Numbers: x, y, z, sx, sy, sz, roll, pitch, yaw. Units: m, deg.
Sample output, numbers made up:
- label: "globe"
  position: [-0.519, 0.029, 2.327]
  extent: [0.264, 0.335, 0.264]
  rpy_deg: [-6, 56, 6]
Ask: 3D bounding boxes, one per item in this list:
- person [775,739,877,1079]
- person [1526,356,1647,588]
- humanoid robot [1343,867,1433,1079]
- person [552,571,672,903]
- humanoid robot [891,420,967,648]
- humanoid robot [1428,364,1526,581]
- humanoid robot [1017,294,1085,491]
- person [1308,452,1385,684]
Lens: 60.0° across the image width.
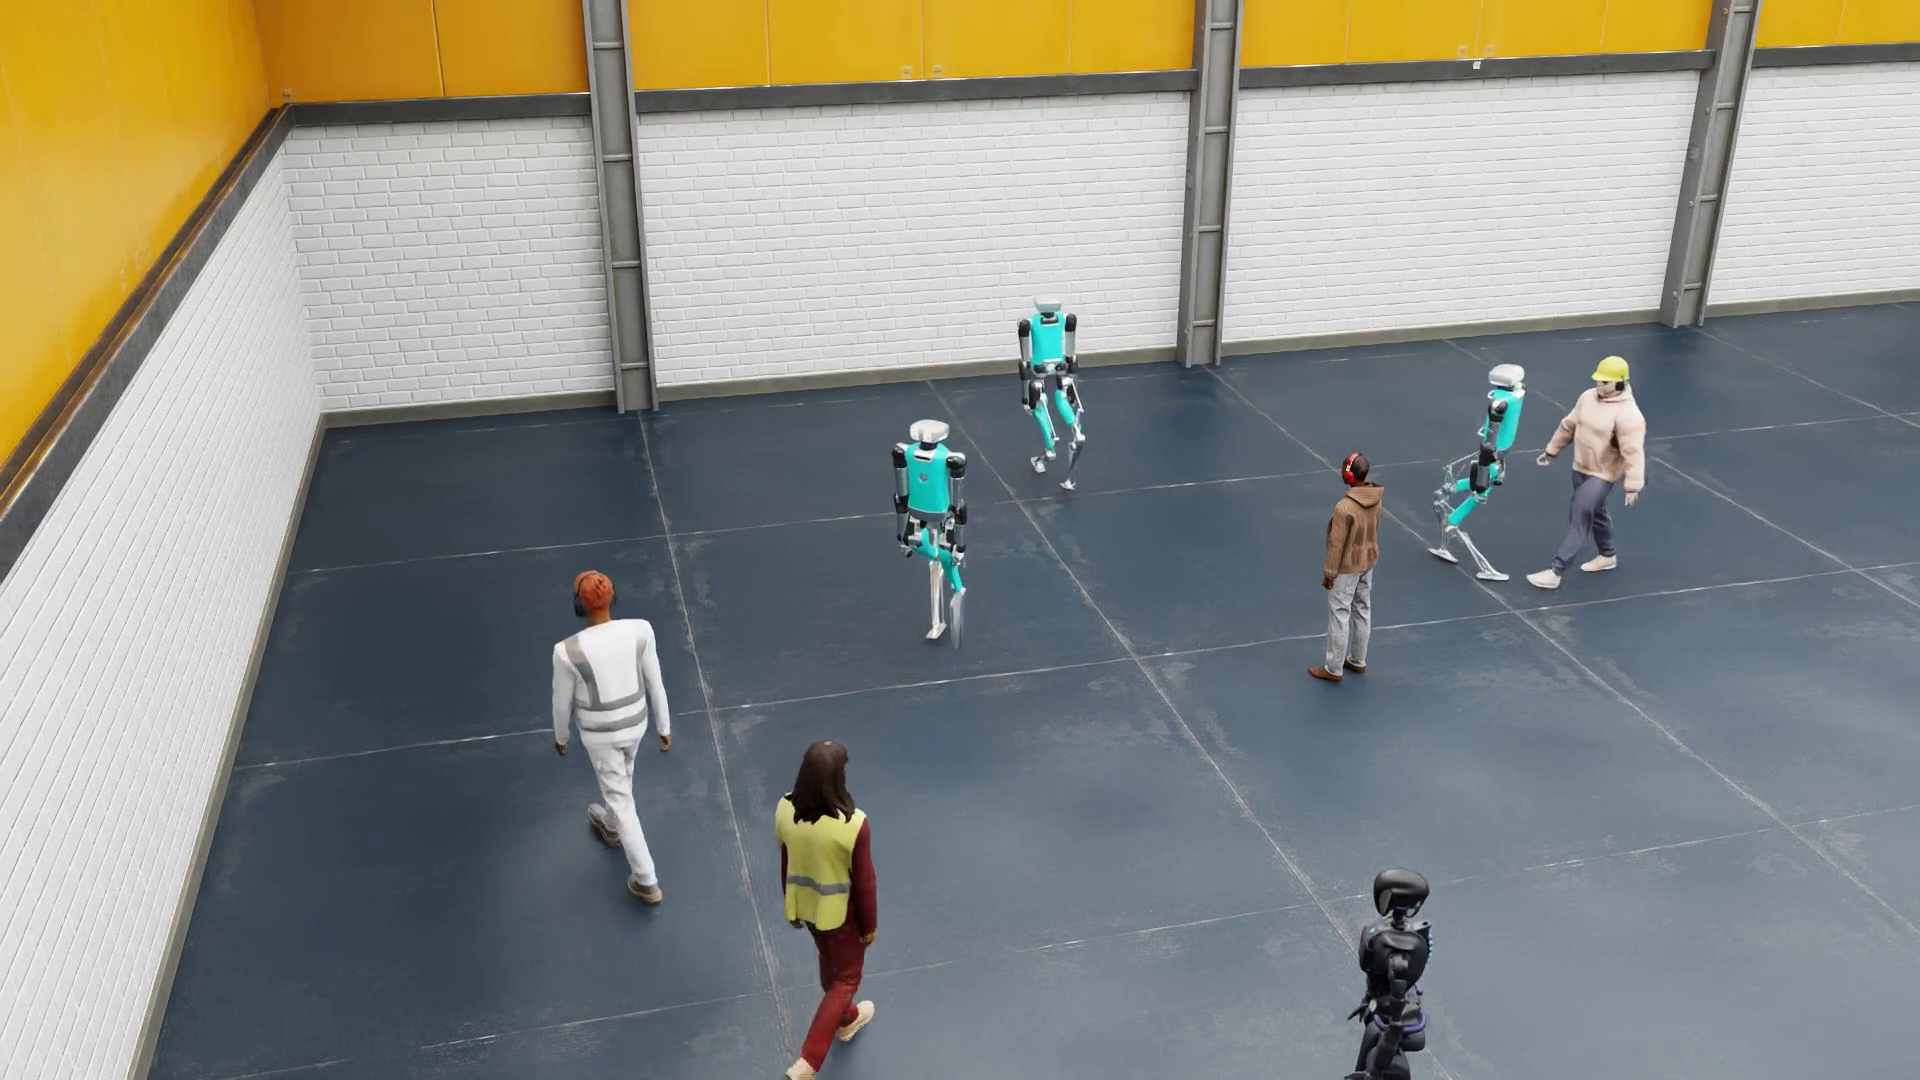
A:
- label: "person"
  position: [-0.621, 1.720, 7.628]
  extent: [0.477, 1.746, 0.777]
  rpy_deg: [12, 27, 26]
- label: "person"
  position: [4.789, -0.532, 12.648]
  extent: [0.933, 1.817, 0.795]
  rpy_deg: [-6, 25, -14]
- label: "humanoid robot"
  position: [1.850, 2.057, 6.949]
  extent: [0.543, 1.637, 0.596]
  rpy_deg: [4, 24, 8]
- label: "person"
  position: [-1.906, 1.034, 9.083]
  extent: [0.577, 1.830, 0.996]
  rpy_deg: [-17, 29, -34]
- label: "humanoid robot"
  position: [-0.123, -0.015, 11.703]
  extent: [0.539, 1.886, 0.729]
  rpy_deg: [9, 25, 20]
- label: "humanoid robot"
  position: [3.882, -0.540, 12.803]
  extent: [0.920, 1.769, 0.565]
  rpy_deg: [16, 28, 32]
- label: "humanoid robot"
  position: [0.827, -1.195, 14.292]
  extent: [0.545, 1.745, 1.043]
  rpy_deg: [-7, 25, -15]
- label: "person"
  position: [2.635, 0.194, 11.211]
  extent: [0.462, 1.648, 0.327]
  rpy_deg: [-18, 29, -35]
